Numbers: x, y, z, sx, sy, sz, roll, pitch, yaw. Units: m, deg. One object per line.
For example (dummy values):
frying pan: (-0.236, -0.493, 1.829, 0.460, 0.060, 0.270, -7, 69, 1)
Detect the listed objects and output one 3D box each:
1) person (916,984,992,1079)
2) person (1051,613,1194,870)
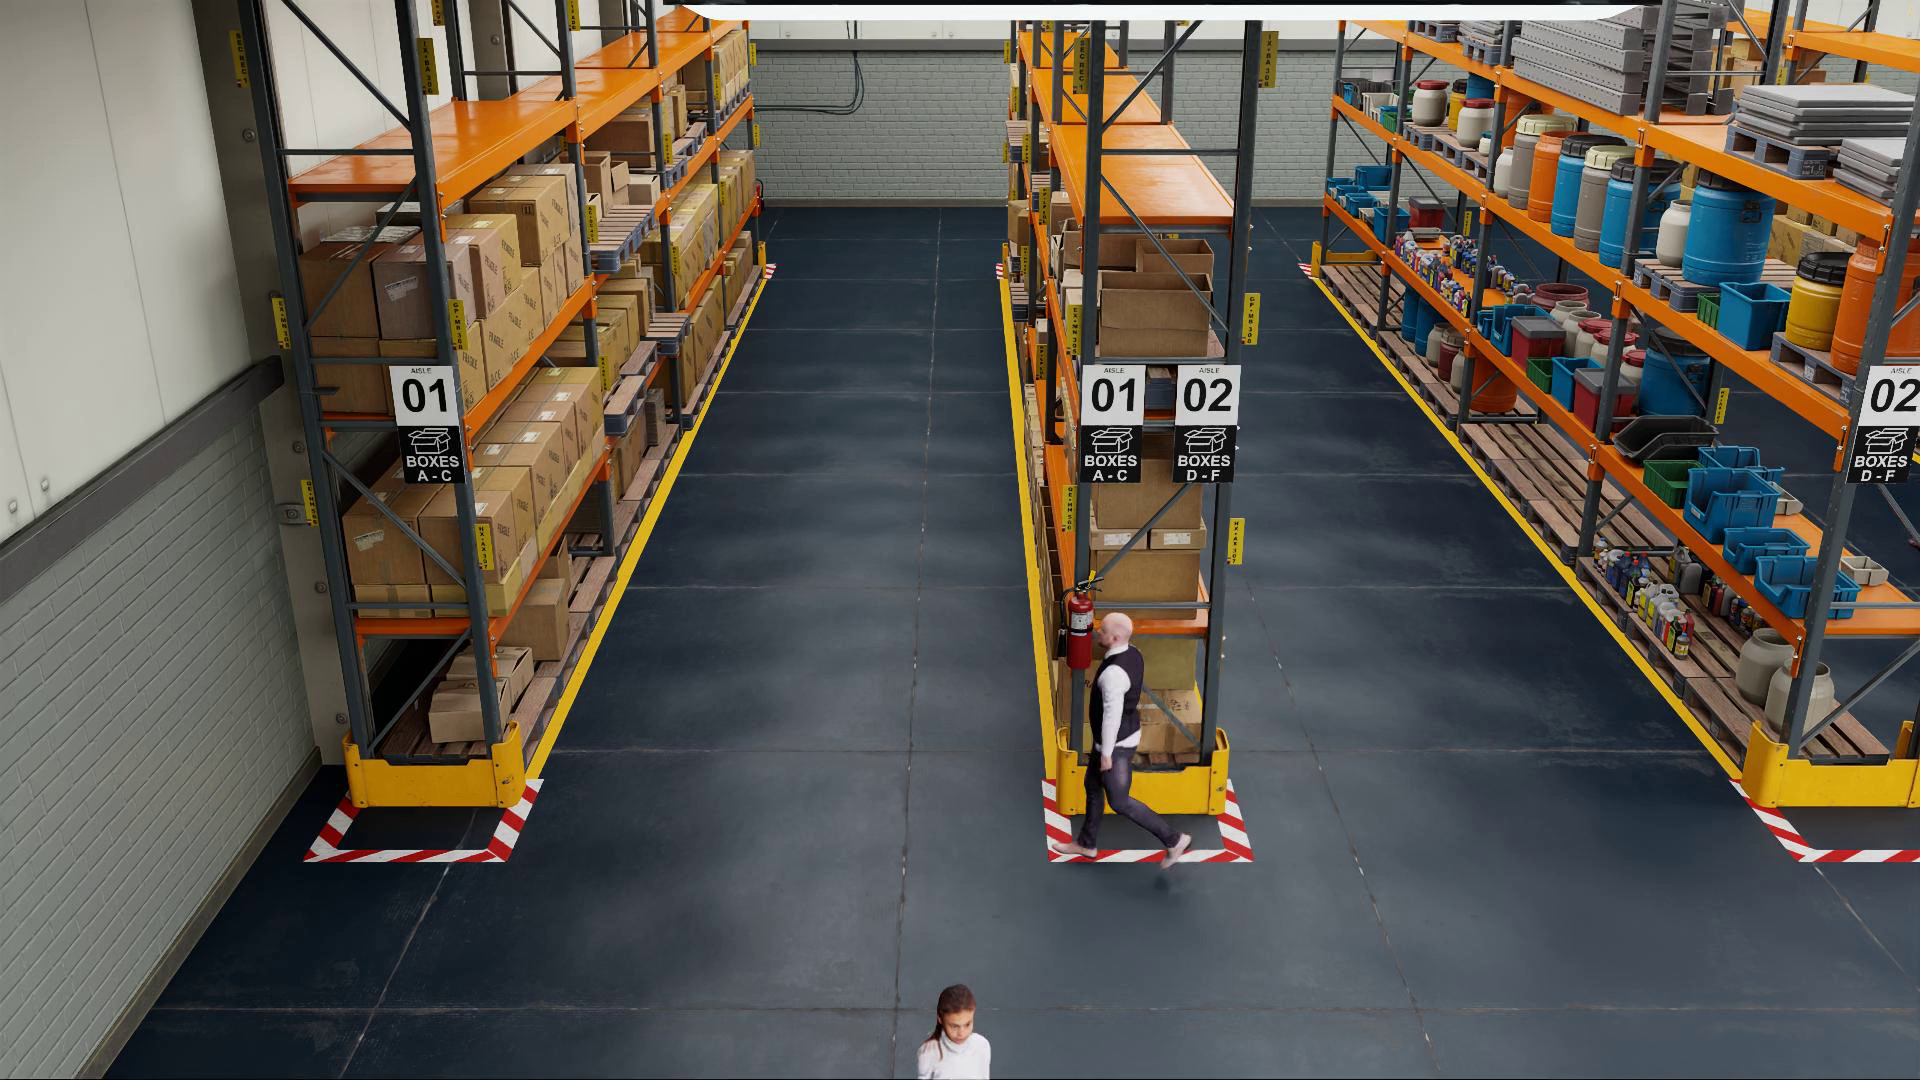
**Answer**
person: (-0.052, 2.658, 7.660, 0.661, 1.541, 0.969, -5, 23, -12)
person: (1.066, 1.322, 10.593, 0.979, 1.793, 1.192, 6, 23, 14)
